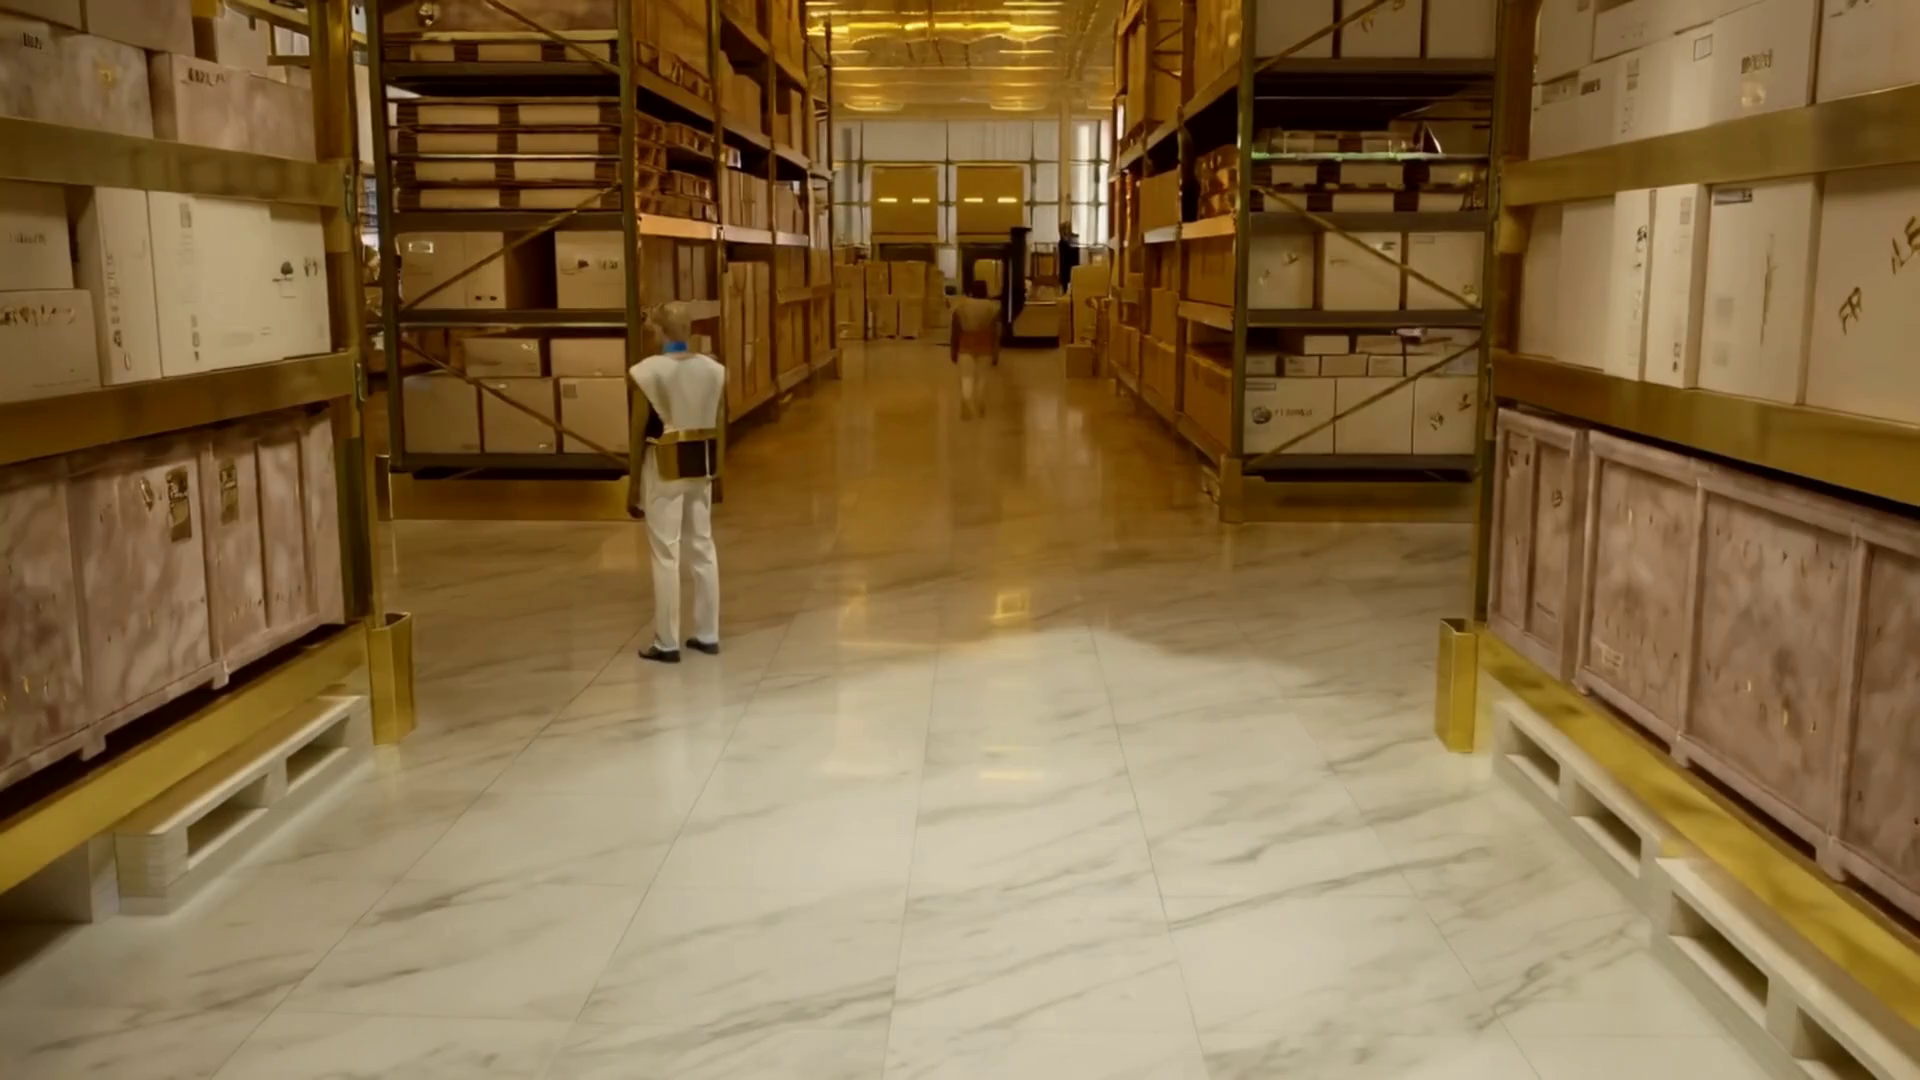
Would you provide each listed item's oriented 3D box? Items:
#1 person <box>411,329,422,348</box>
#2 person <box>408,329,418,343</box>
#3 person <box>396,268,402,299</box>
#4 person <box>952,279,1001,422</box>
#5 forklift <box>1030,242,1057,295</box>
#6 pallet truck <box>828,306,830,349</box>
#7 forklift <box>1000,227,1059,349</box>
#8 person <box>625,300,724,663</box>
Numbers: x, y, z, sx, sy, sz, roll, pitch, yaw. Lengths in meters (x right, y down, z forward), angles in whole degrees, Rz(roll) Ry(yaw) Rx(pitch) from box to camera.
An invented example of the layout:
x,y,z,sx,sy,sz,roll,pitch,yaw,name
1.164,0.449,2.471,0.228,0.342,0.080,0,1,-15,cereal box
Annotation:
x,y,z,sx,sy,sz,roll,pitch,yaw,name
-10.207,-4.216,31.619,1.012,1.960,0.623,-4,10,-24,person
-13.688,-5.935,41.941,0.627,1.936,0.377,4,10,21,person
-19.254,-8.319,56.374,0.678,1.876,0.684,7,12,38,person
0.204,-2.368,20.912,0.636,1.825,0.718,1,10,7,person
3.230,-10.146,64.339,1.129,2.768,1.873,0,9,1,forklift
-3.100,-3.940,29.800,1.885,1.965,0.823,3,10,19,pallet truck
1.360,-5.843,38.564,1.873,2.768,1.129,0,9,1,forklift
-1.422,-0.293,8.447,0.563,1.837,0.383,-9,13,-44,person
